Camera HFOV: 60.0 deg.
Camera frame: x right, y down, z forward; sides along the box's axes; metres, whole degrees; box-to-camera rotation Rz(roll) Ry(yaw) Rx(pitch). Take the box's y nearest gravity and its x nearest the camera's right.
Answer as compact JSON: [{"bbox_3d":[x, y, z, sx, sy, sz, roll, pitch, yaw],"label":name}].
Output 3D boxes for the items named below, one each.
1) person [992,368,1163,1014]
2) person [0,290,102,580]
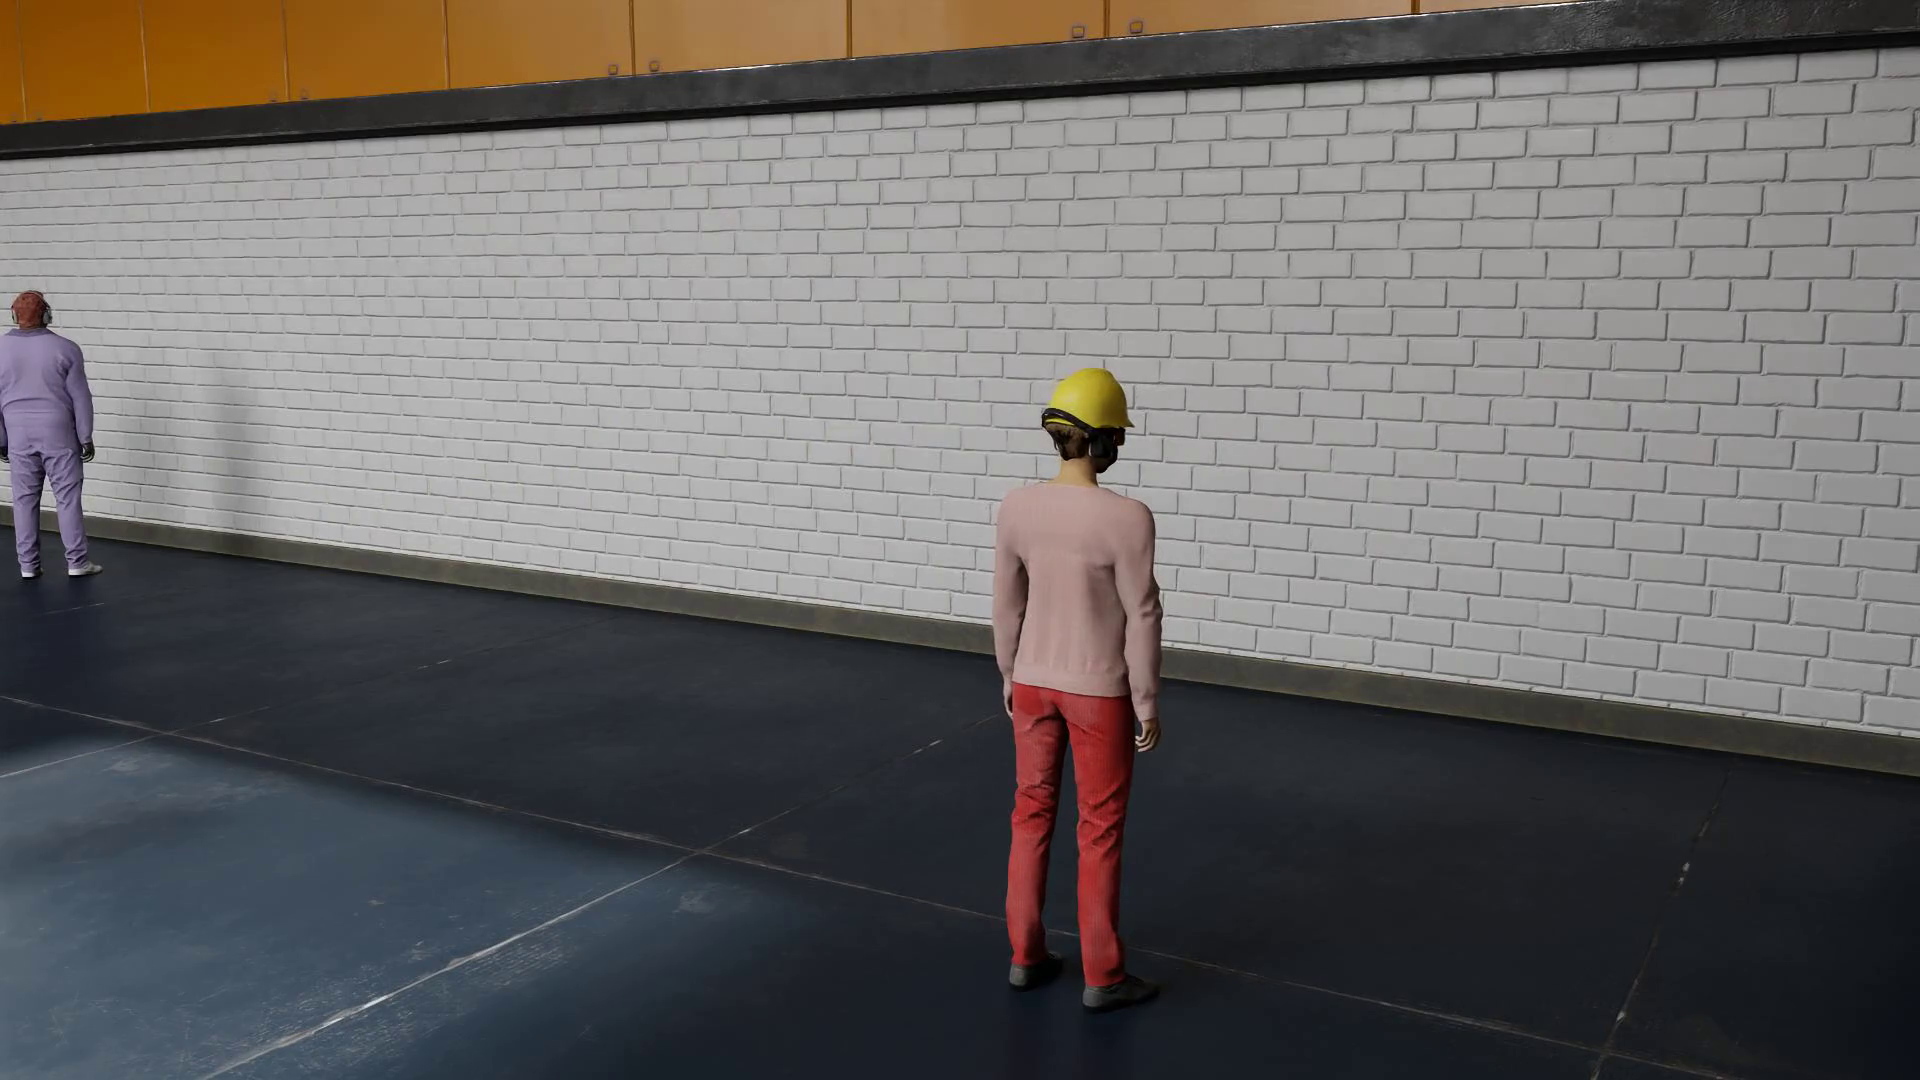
[{"bbox_3d":[0.334,0.411,4.613,0.531,1.767,0.328,7,12,38],"label":"person"},{"bbox_3d":[-6.061,-0.687,11.013,0.641,1.913,0.407,-2,9,-10],"label":"person"}]
